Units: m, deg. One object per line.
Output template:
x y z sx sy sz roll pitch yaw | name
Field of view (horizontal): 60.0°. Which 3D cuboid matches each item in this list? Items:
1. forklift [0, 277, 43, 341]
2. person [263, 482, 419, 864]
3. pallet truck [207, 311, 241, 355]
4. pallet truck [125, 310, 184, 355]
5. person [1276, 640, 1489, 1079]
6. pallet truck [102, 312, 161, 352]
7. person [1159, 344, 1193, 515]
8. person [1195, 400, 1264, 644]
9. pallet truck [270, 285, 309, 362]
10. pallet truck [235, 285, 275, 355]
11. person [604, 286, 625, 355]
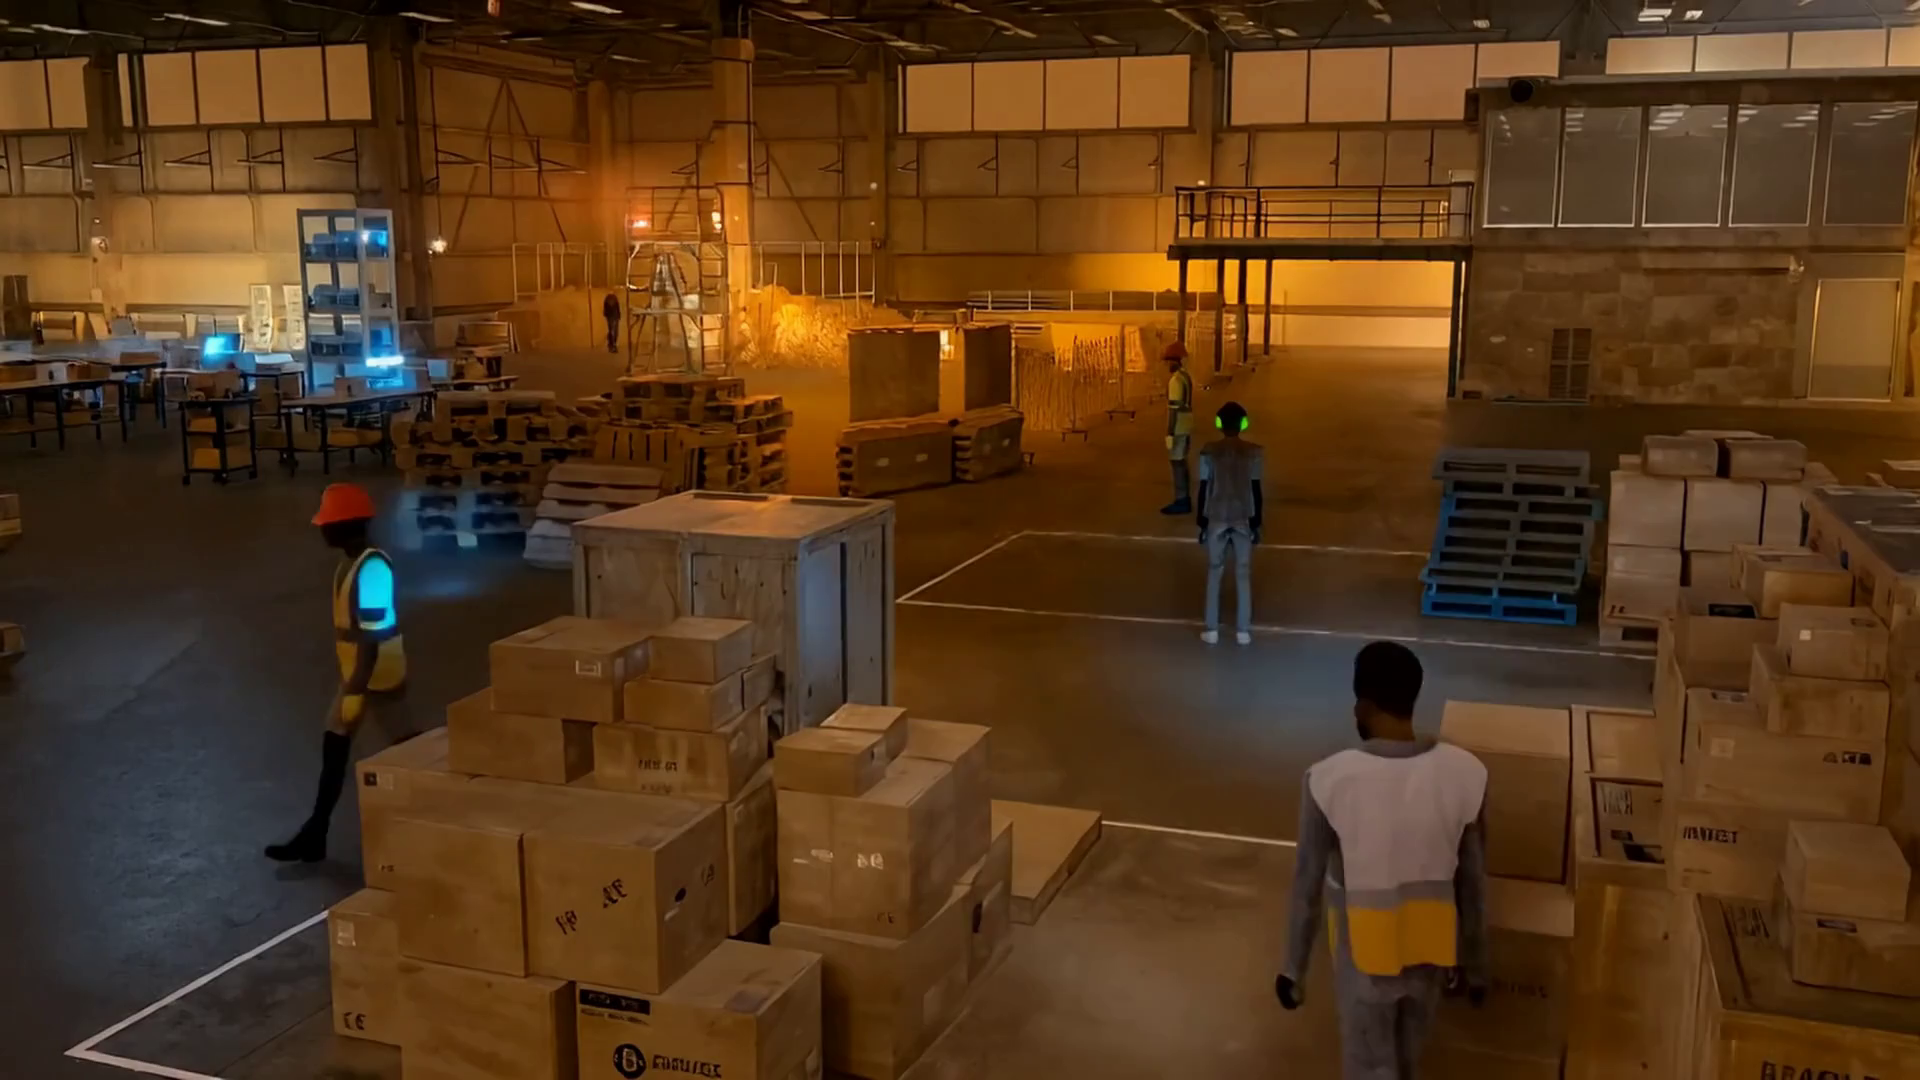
-27.151 -6.329 46.328 1.157 1.987 2.680 3 11 17 | forklift
-2.937 0.653 8.218 0.989 1.891 0.563 -8 13 -39 | person
-19.537 -5.575 44.913 0.653 1.274 1.630 3 11 19 | pallet truck
-22.038 -5.665 45.457 0.704 1.261 1.522 3 11 17 | pallet truck
1.293 1.241 4.932 0.606 1.882 0.931 -3 11 -17 | person
-23.057 -5.777 46.261 0.680 1.201 1.601 3 11 19 | pallet truck
2.424 -1.242 18.766 0.399 1.928 0.542 4 11 24 | person
2.048 -0.129 12.685 0.506 1.860 0.320 1 10 6 | person
-17.147 -5.700 43.663 0.823 1.965 1.885 3 11 17 | pallet truck
-18.327 -5.835 44.421 0.823 1.965 1.885 4 11 23 | pallet truck
-9.542 -6.054 45.900 0.410 1.913 0.643 -9 13 -41 | person
